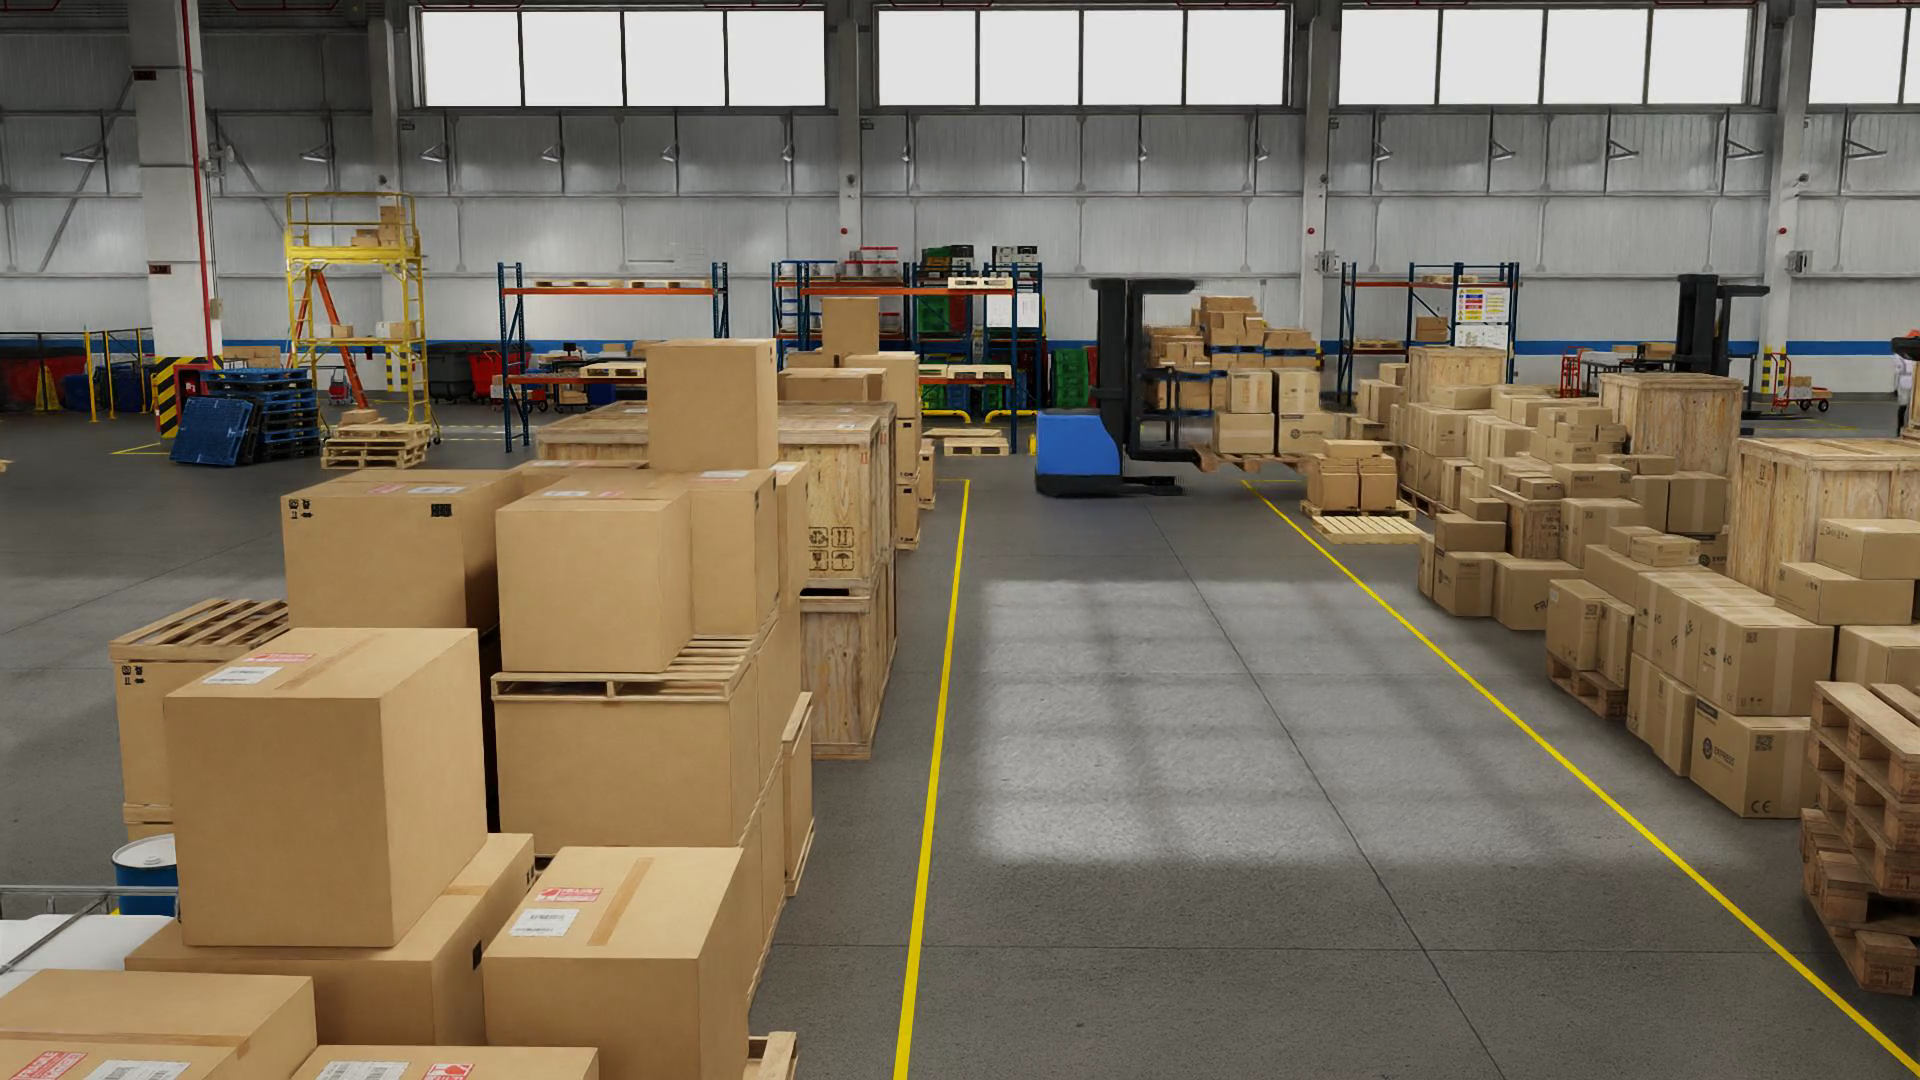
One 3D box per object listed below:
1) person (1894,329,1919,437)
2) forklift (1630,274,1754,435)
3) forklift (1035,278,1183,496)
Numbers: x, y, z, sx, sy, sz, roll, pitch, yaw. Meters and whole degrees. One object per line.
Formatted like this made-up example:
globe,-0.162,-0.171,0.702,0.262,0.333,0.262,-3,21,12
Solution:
person,16.198,-2.632,28.290,0.549,1.917,0.521,4,10,24
forklift,12.880,-3.275,29.251,1.873,2.768,1.129,0,9,1
forklift,1.933,-2.010,21.677,1.873,2.768,1.129,0,9,1
